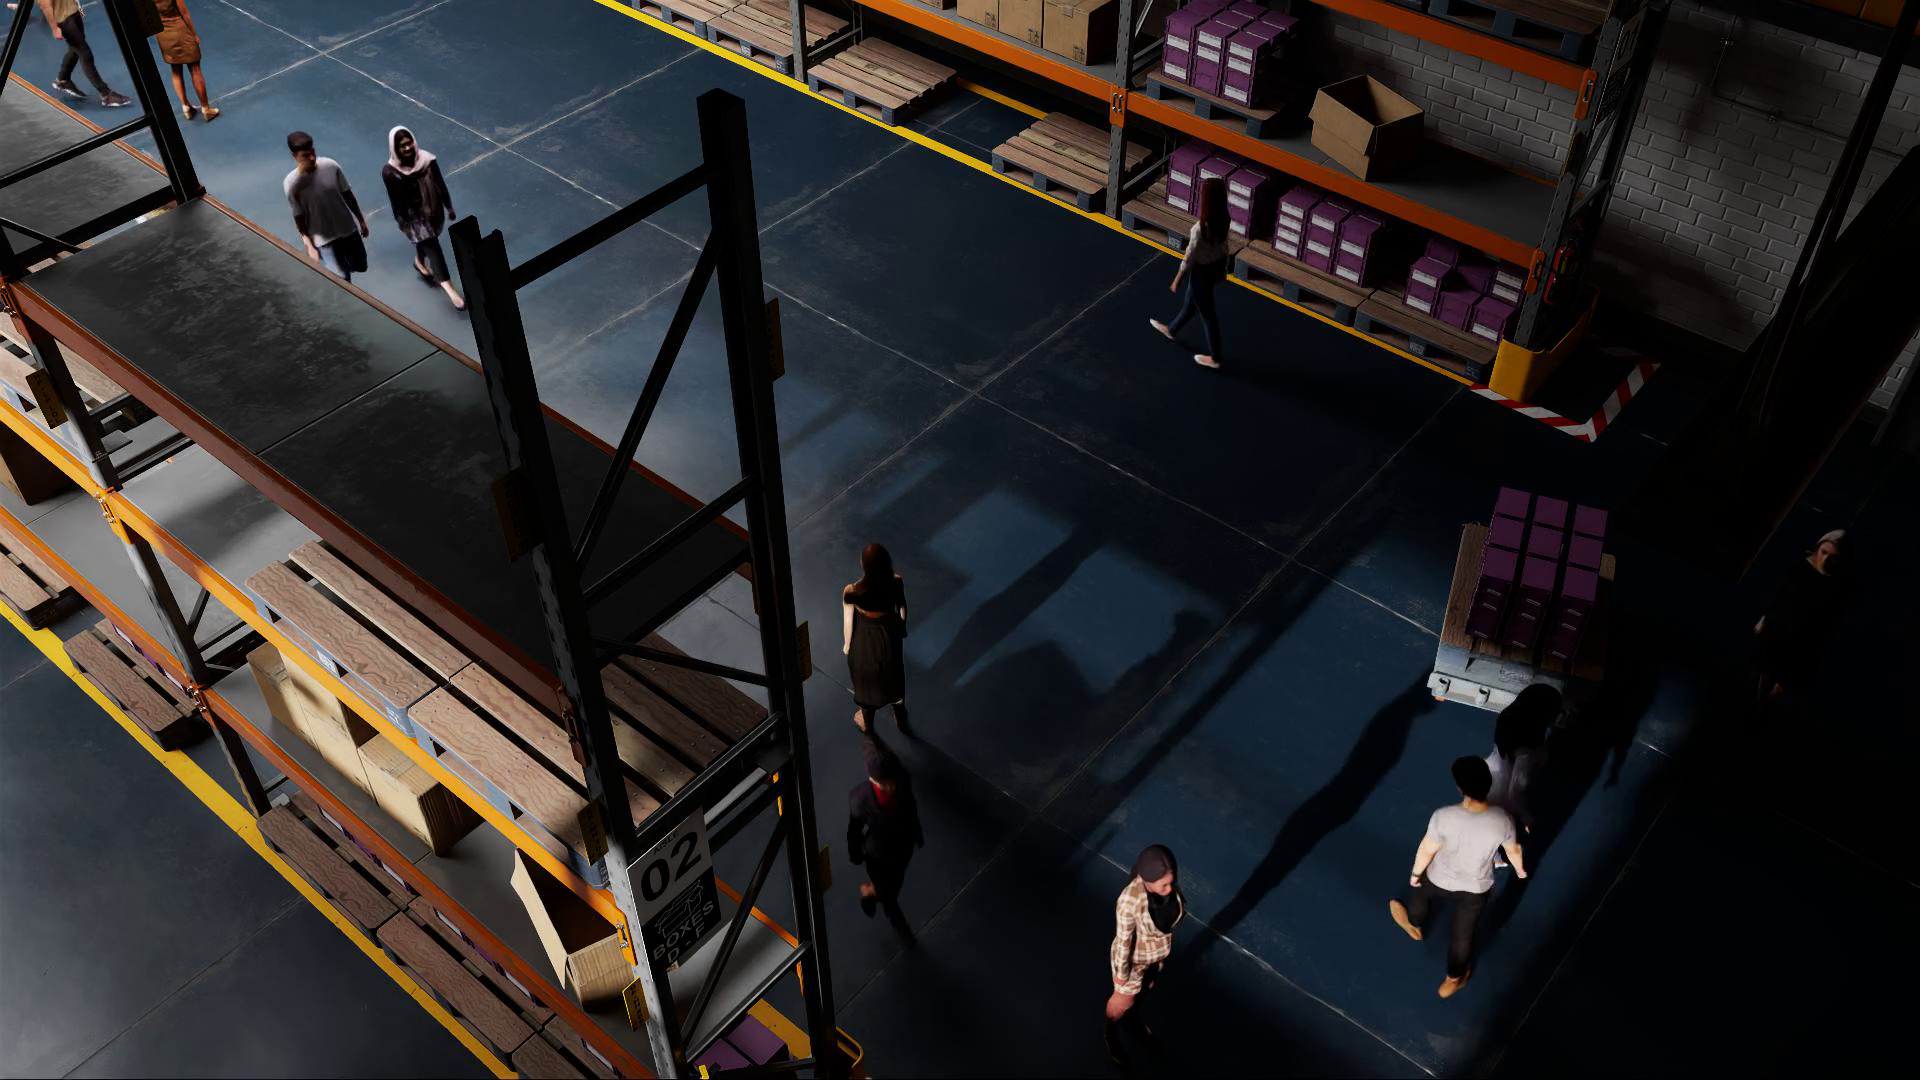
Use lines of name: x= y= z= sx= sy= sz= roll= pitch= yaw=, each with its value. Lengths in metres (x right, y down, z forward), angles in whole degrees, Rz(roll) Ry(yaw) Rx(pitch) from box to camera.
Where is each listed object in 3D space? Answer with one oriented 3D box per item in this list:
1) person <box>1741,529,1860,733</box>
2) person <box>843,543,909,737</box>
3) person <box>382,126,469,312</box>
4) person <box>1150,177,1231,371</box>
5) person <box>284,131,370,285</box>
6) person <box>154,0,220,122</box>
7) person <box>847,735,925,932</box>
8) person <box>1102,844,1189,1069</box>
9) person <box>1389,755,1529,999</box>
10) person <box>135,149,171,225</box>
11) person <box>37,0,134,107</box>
person: x=5.253 y=0.561 z=10.416 sx=0.624 sy=1.739 sz=0.677 roll=31 pitch=52 yaw=28
person: x=-0.530 y=0.627 z=10.429 sx=0.685 sy=1.624 sz=0.725 roll=-14 pitch=45 yaw=-14
person: x=-4.571 y=-2.780 z=14.030 sx=1.103 sy=1.590 sz=0.682 roll=34 pitch=53 yaw=31
person: x=2.025 y=-2.068 z=13.202 sx=0.993 sy=1.702 sz=0.622 roll=28 pitch=50 yaw=26
person: x=-5.186 y=-2.568 z=13.606 sx=0.938 sy=1.869 sz=0.710 roll=27 pitch=50 yaw=25
person: x=-7.630 y=-4.896 z=16.184 sx=0.604 sy=1.683 sz=0.701 roll=5 pitch=44 yaw=6
person: x=-0.459 y=1.668 z=9.332 sx=0.604 sy=1.630 sz=0.643 roll=-32 pitch=52 yaw=-29
person: x=0.946 y=2.156 z=8.702 sx=0.601 sy=1.793 sz=0.564 roll=-34 pitch=53 yaw=-30
person: x=2.710 y=1.886 z=9.067 sx=0.979 sy=1.680 sz=1.056 roll=12 pitch=45 yaw=12
person: x=-6.177 y=-2.244 z=13.299 sx=0.805 sy=1.822 sz=1.214 roll=-26 pitch=50 yaw=-25
person: x=-8.872 y=-5.145 z=16.336 sx=1.168 sy=1.833 sz=1.062 roll=0 pitch=44 yaw=0
